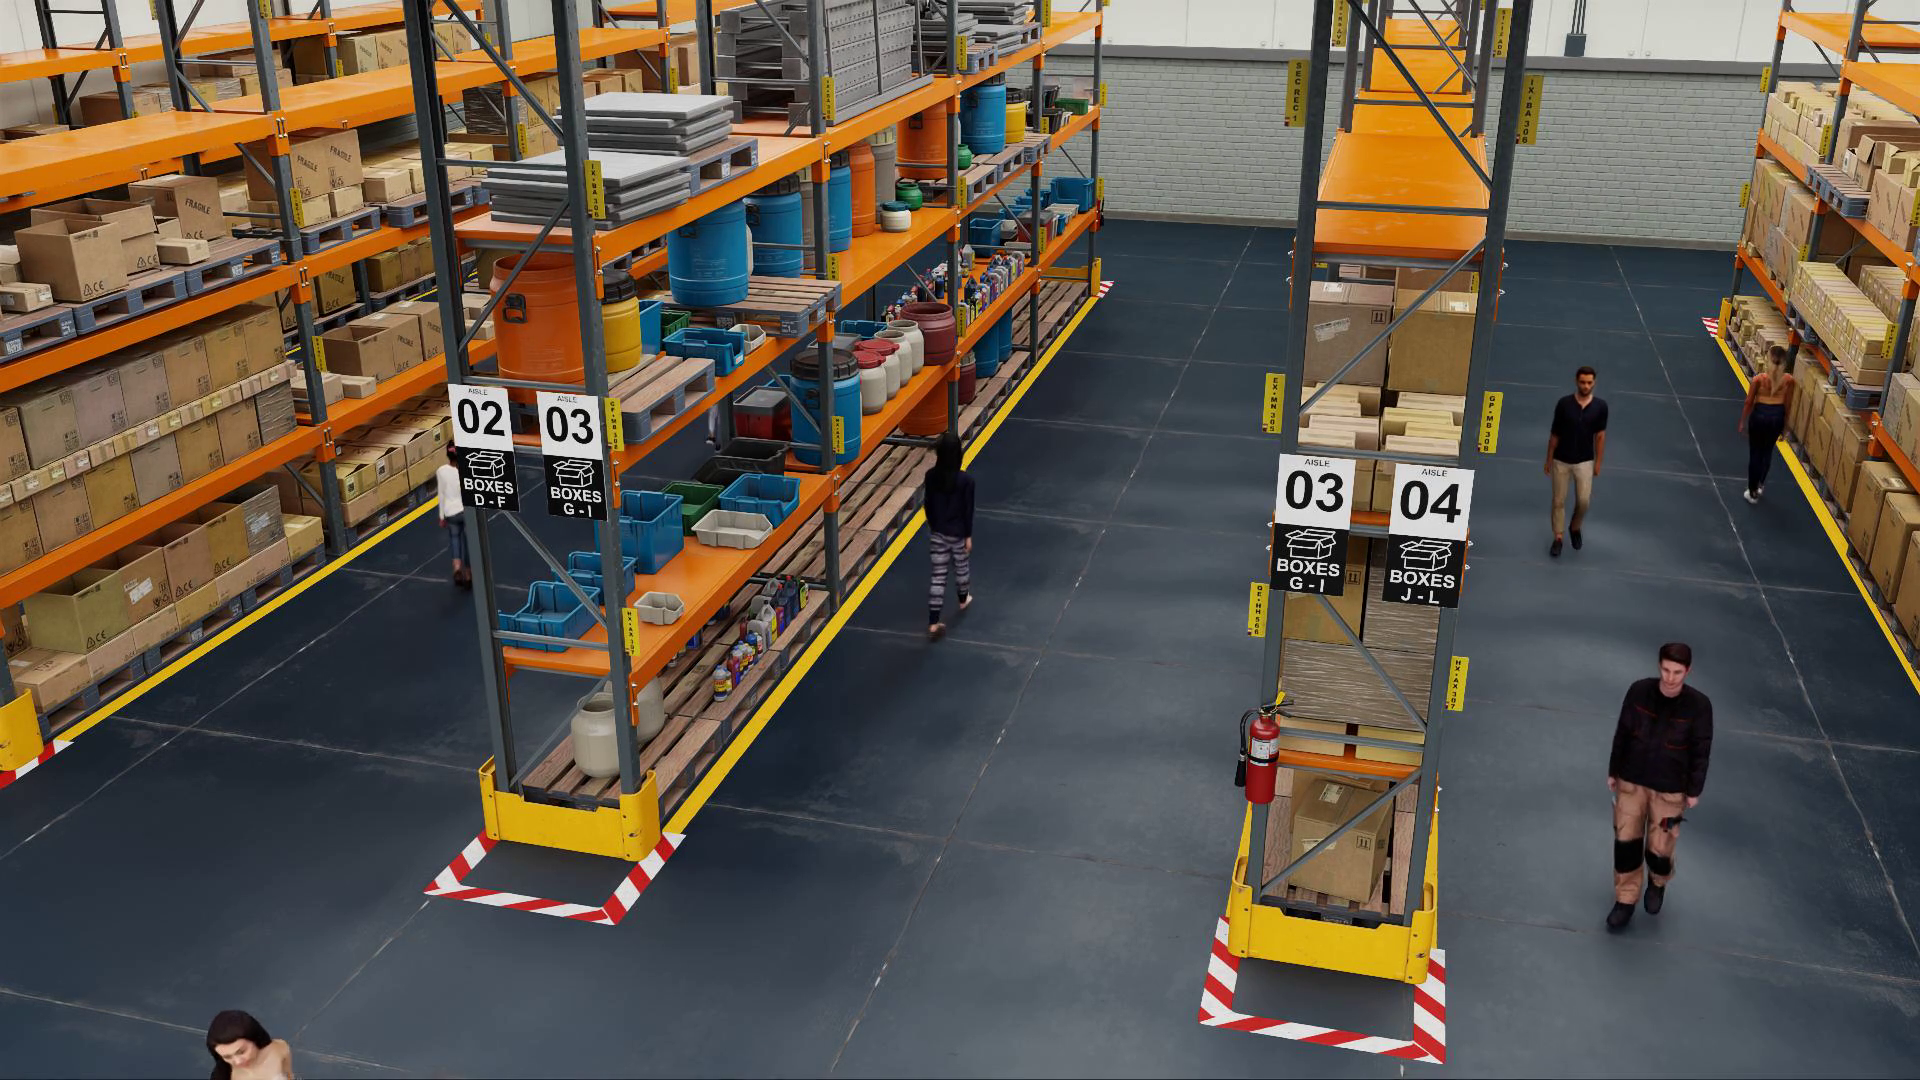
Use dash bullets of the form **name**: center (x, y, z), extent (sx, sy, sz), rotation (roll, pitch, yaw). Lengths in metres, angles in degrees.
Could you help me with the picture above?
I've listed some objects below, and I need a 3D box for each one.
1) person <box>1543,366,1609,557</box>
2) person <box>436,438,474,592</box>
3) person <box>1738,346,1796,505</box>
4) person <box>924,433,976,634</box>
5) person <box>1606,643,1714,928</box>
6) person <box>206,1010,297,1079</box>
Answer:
- **person**: center (5.738, -0.762, 15.561), extent (0.682, 1.843, 0.672), rotation (8, 24, 20)
- **person**: center (-4.440, -0.206, 14.728), extent (0.643, 1.446, 0.700), rotation (-2, 22, -4)
- **person**: center (8.148, -1.133, 16.770), extent (0.597, 1.616, 0.609), rotation (5, 23, 12)
- **person**: center (-0.127, -0.030, 13.974), extent (0.667, 1.690, 1.084), rotation (8, 24, 19)
- **person**: center (4.217, 1.444, 10.074), extent (0.825, 1.915, 0.870), rotation (16, 27, 33)
- **person**: center (-3.019, 2.694, 7.303), extent (0.839, 1.699, 0.635), rotation (7, 23, 17)
